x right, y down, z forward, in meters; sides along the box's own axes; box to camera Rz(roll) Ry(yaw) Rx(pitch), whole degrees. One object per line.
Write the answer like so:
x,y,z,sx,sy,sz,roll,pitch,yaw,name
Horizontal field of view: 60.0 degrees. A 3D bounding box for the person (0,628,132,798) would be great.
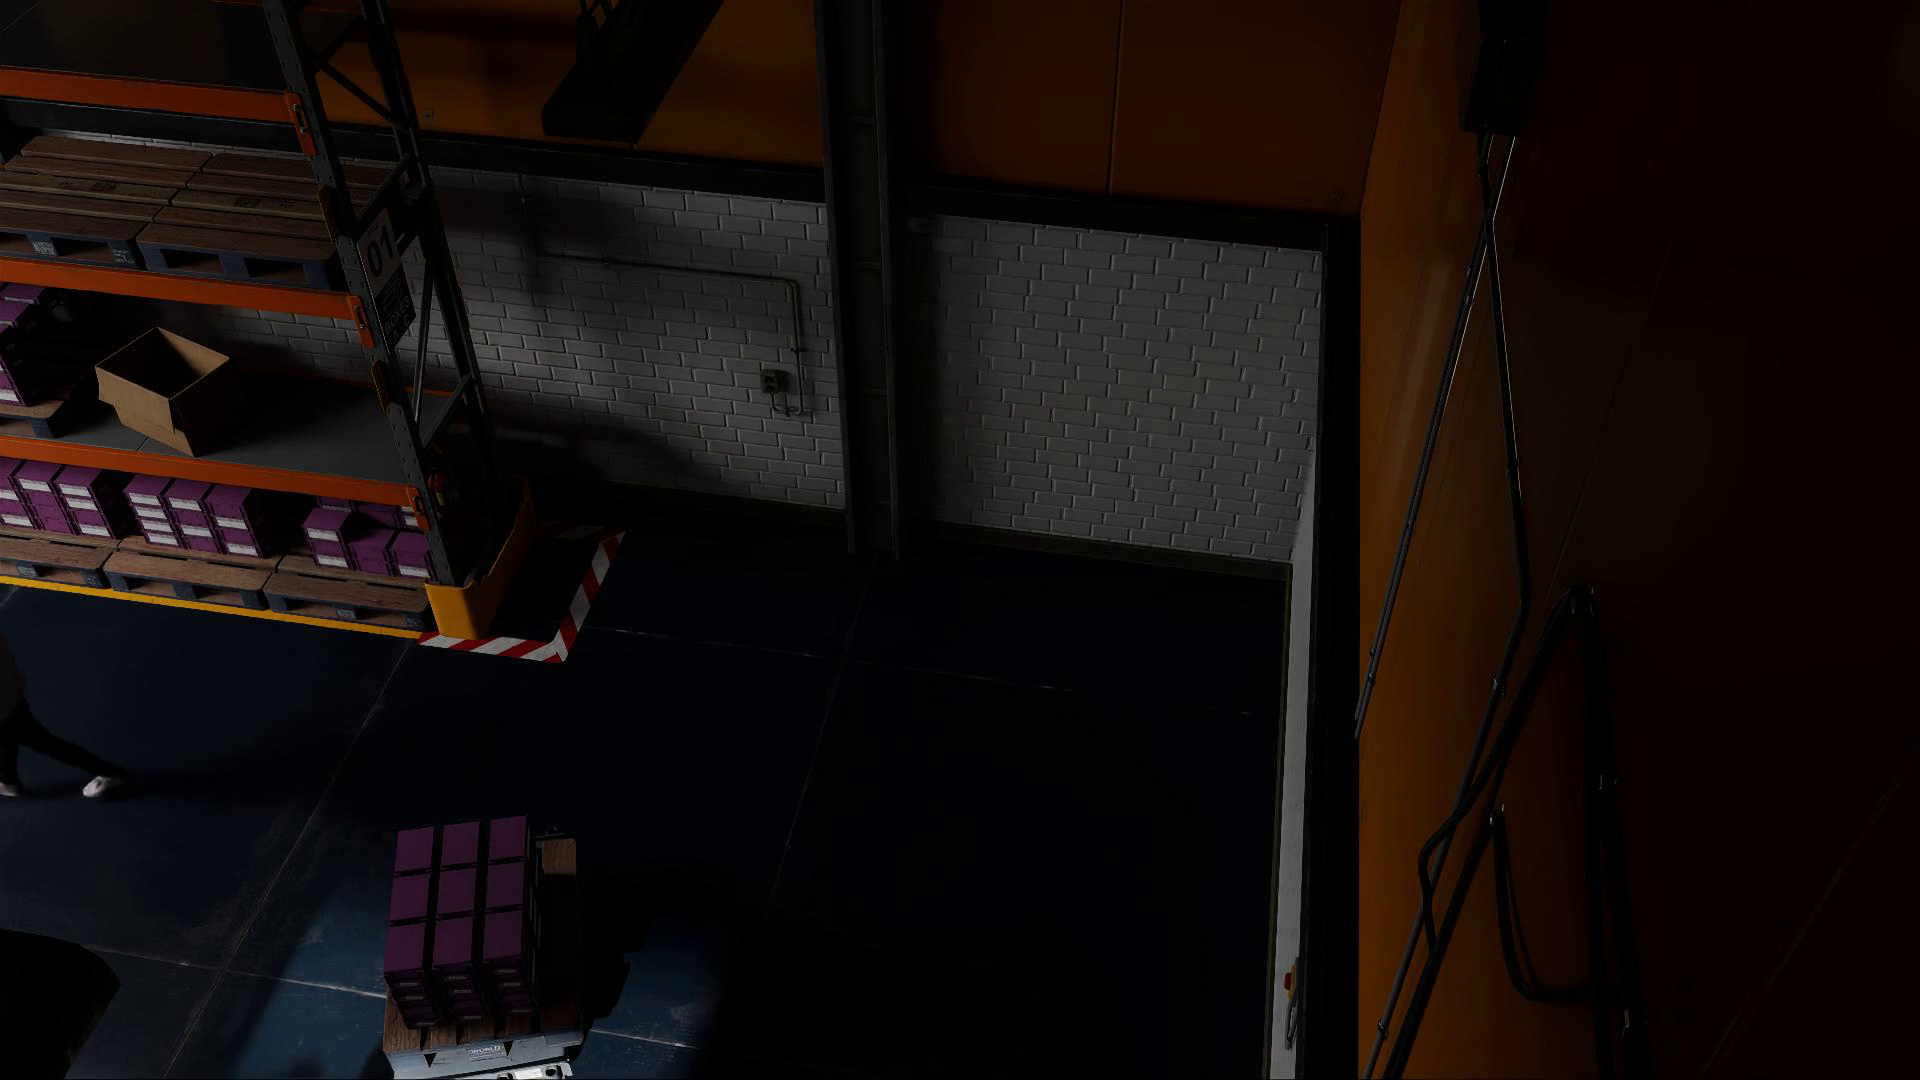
-5.632,0.940,9.927,1.311,1.888,0.998,-8,44,-8,person
